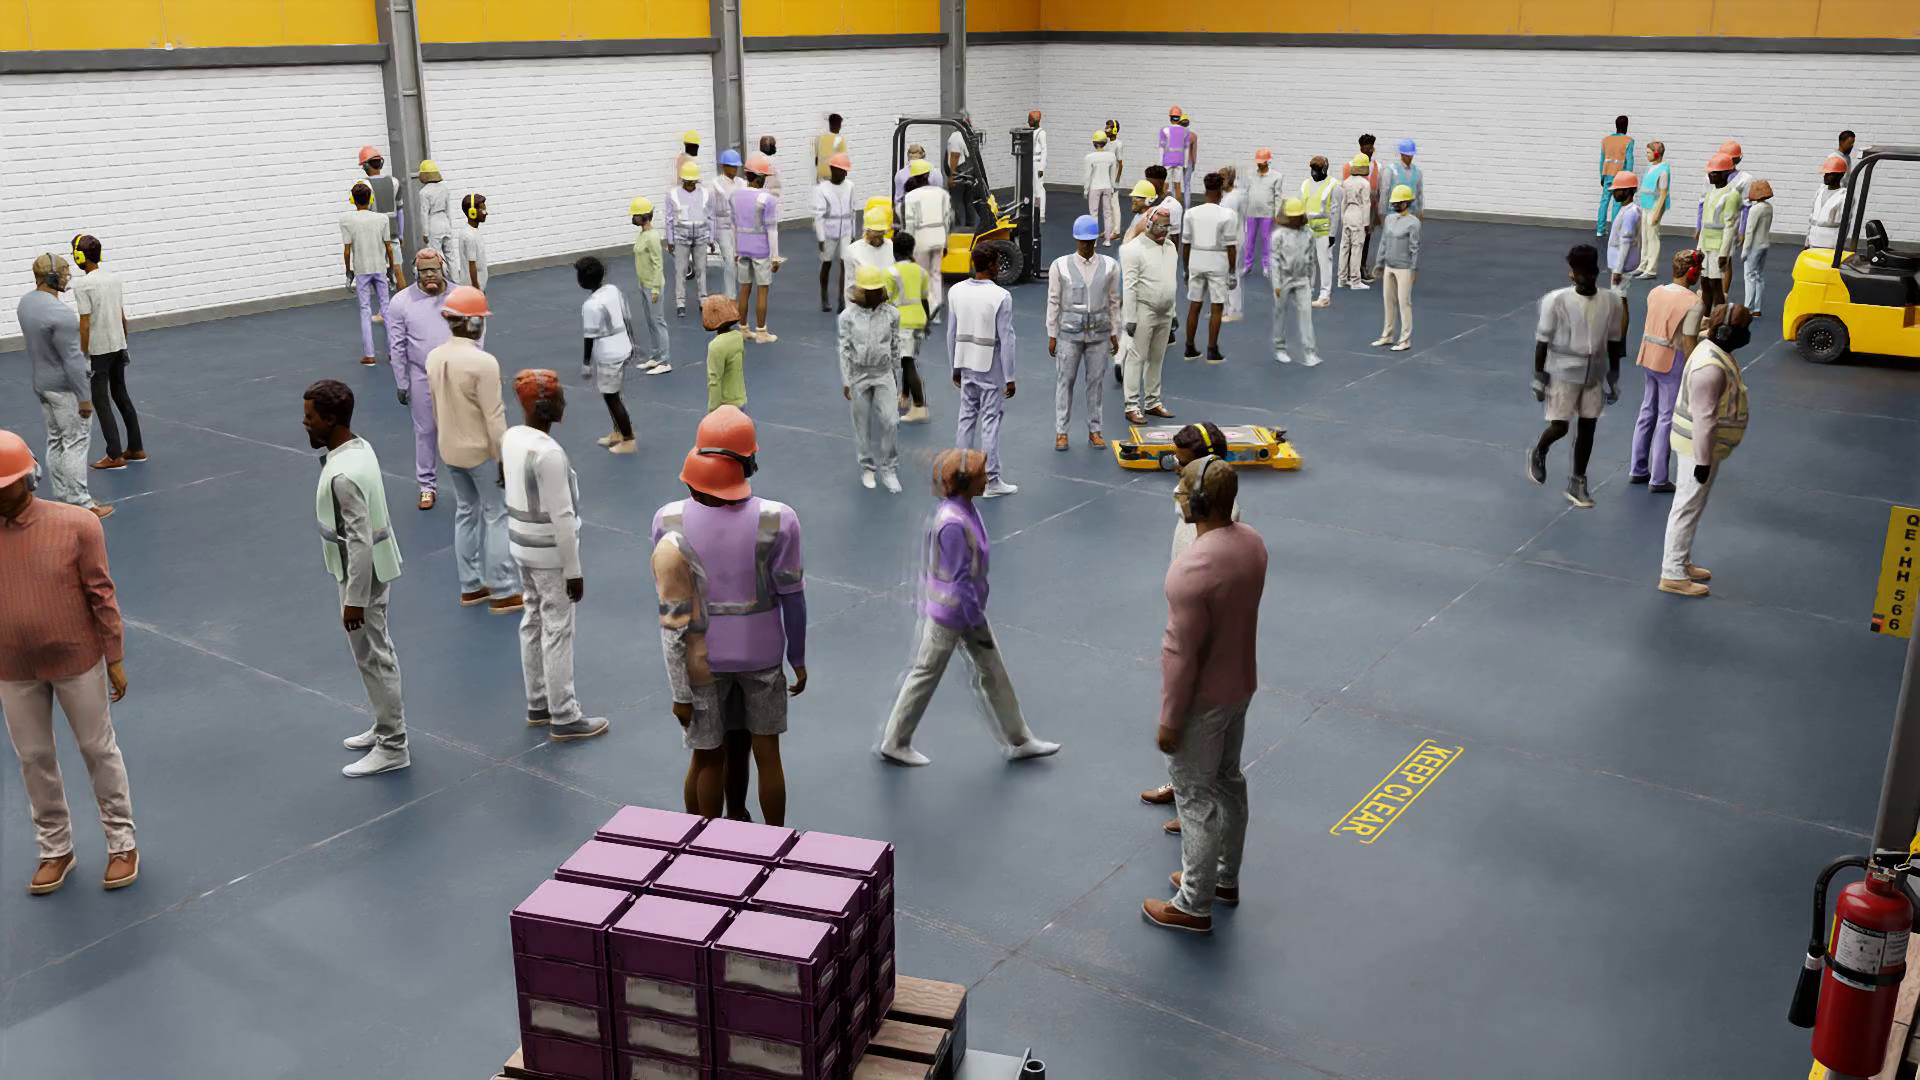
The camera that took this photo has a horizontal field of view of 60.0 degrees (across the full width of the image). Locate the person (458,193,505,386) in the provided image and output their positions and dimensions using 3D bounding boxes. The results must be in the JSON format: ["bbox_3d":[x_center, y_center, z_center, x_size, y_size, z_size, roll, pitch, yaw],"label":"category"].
[{"bbox_3d":[-4.653,-2.405,16.075,0.331,1.864,0.505,-5,18,-16],"label":"person"}]

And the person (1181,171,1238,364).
[{"bbox_3d":[2.573,-2.800,17.149,0.612,1.959,0.374,11,21,32],"label":"person"}]

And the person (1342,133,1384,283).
[{"bbox_3d":[5.364,-4.419,22.198,0.607,1.967,0.367,-6,19,-19],"label":"person"}]

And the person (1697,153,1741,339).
[{"bbox_3d":[8.344,-3.259,18.465,0.413,2.035,0.608,-1,18,-3],"label":"person"}]

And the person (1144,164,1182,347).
[{"bbox_3d":[2.144,-3.075,18.022,0.394,1.957,0.610,-11,21,-31],"label":"person"}]

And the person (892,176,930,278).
[{"bbox_3d":[-0.556,-3.422,19.533,0.542,1.676,0.580,7,19,20],"label":"person"}]

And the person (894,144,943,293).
[{"bbox_3d":[-0.522,-4.039,21.081,0.636,1.929,0.381,4,18,12],"label":"person"}]

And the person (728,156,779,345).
[{"bbox_3d":[-2.214,-3.142,18.108,0.613,2.031,0.403,11,21,30],"label":"person"}]

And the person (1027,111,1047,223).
[{"bbox_3d":[1.304,-6.399,28.526,0.337,1.881,0.584,-6,19,-17],"label":"person"}]

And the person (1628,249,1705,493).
[{"bbox_3d":[5.332,-1.269,12.558,0.388,1.837,0.562,-4,18,-13],"label":"person"}]

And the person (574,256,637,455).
[{"bbox_3d":[-2.888,-1.499,13.558,0.479,1.659,0.585,3,18,9],"label":"person"}]

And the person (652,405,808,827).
[{"bbox_3d":[-0.926,0.451,6.841,0.608,2.044,0.370,0,18,0],"label":"person"}]

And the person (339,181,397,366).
[{"bbox_3d":[-6.052,-2.728,17.066,0.513,1.872,0.328,-9,20,-27],"label":"person"}]

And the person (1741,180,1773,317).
[{"bbox_3d":[9.387,-3.427,19.650,0.502,1.628,0.288,-15,23,-40],"label":"person"}]

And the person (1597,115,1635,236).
[{"bbox_3d":[10.512,-5.830,26.685,0.392,1.922,0.593,-12,21,-32],"label":"person"}]

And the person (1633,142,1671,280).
[{"bbox_3d":[9.376,-4.447,22.495,0.390,1.838,0.563,1,18,3],"label":"person"}]

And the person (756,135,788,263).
[{"bbox_3d":[-2.850,-4.898,23.940,0.605,1.824,0.635,-2,18,-7],"label":"person"}]

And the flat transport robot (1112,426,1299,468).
[{"bbox_3d":[1.979,-0.763,13.503,1.431,0.197,0.652,0,18,-1],"label":"flat transport robot"}]

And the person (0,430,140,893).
[{"bbox_3d":[-3.744,0.503,6.787,0.631,1.980,0.412,-4,18,-13],"label":"person"}]

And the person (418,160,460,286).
[{"bbox_3d":[-6.614,-3.908,20.982,0.321,1.737,0.488,10,20,28],"label":"person"}]

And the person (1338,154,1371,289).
[{"bbox_3d":[5.188,-4.167,21.769,0.307,1.745,0.484,-9,20,-27],"label":"person"}]

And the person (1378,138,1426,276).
[{"bbox_3d":[5.853,-4.321,21.955,0.707,1.922,0.448,-7,19,-21],"label":"person"}]

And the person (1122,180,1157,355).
[{"bbox_3d":[1.900,-2.859,17.527,0.404,1.836,0.600,-2,18,-5],"label":"person"}]

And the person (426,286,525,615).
[{"bbox_3d":[-2.916,-0.534,10.030,0.632,1.978,0.435,13,22,34],"label":"person"}]

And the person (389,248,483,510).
[{"bbox_3d":[-3.791,-1.173,12.142,0.651,1.906,0.403,-7,19,-22],"label":"person"}]

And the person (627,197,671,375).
[{"bbox_3d":[-3.125,-2.542,16.654,0.323,1.765,0.533,-8,20,-24],"label":"person"}]

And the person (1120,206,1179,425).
[{"bbox_3d":[1.705,-1.988,14.701,0.639,1.903,0.407,-15,23,-39],"label":"person"}]

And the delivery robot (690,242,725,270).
[{"bbox_3d":[-3.454,-3.899,22.701,0.707,0.478,0.477,1,18,3],"label":"delivery robot"}]

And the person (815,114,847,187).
[{"bbox_3d":[-2.098,-5.930,27.022,0.627,1.929,0.677,8,19,24],"label":"person"}]

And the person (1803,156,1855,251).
[{"bbox_3d":[9.916,-3.412,19.094,0.360,1.939,0.543,-6,19,-17],"label":"person"}]

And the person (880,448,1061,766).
[{"bbox_3d":[0.014,0.345,7.909,0.876,1.591,0.515,4,18,12],"label":"person"}]

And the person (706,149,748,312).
[{"bbox_3d":[-2.702,-3.725,20.074,0.617,1.925,0.622,16,23,40],"label":"person"}]

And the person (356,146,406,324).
[{"bbox_3d":[-6.744,-3.539,19.340,0.387,2.034,0.605,12,21,33],"label":"person"}]

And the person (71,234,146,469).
[{"bbox_3d":[-6.813,-1.492,13.234,0.333,1.854,0.525,3,18,10],"label":"person"}]
